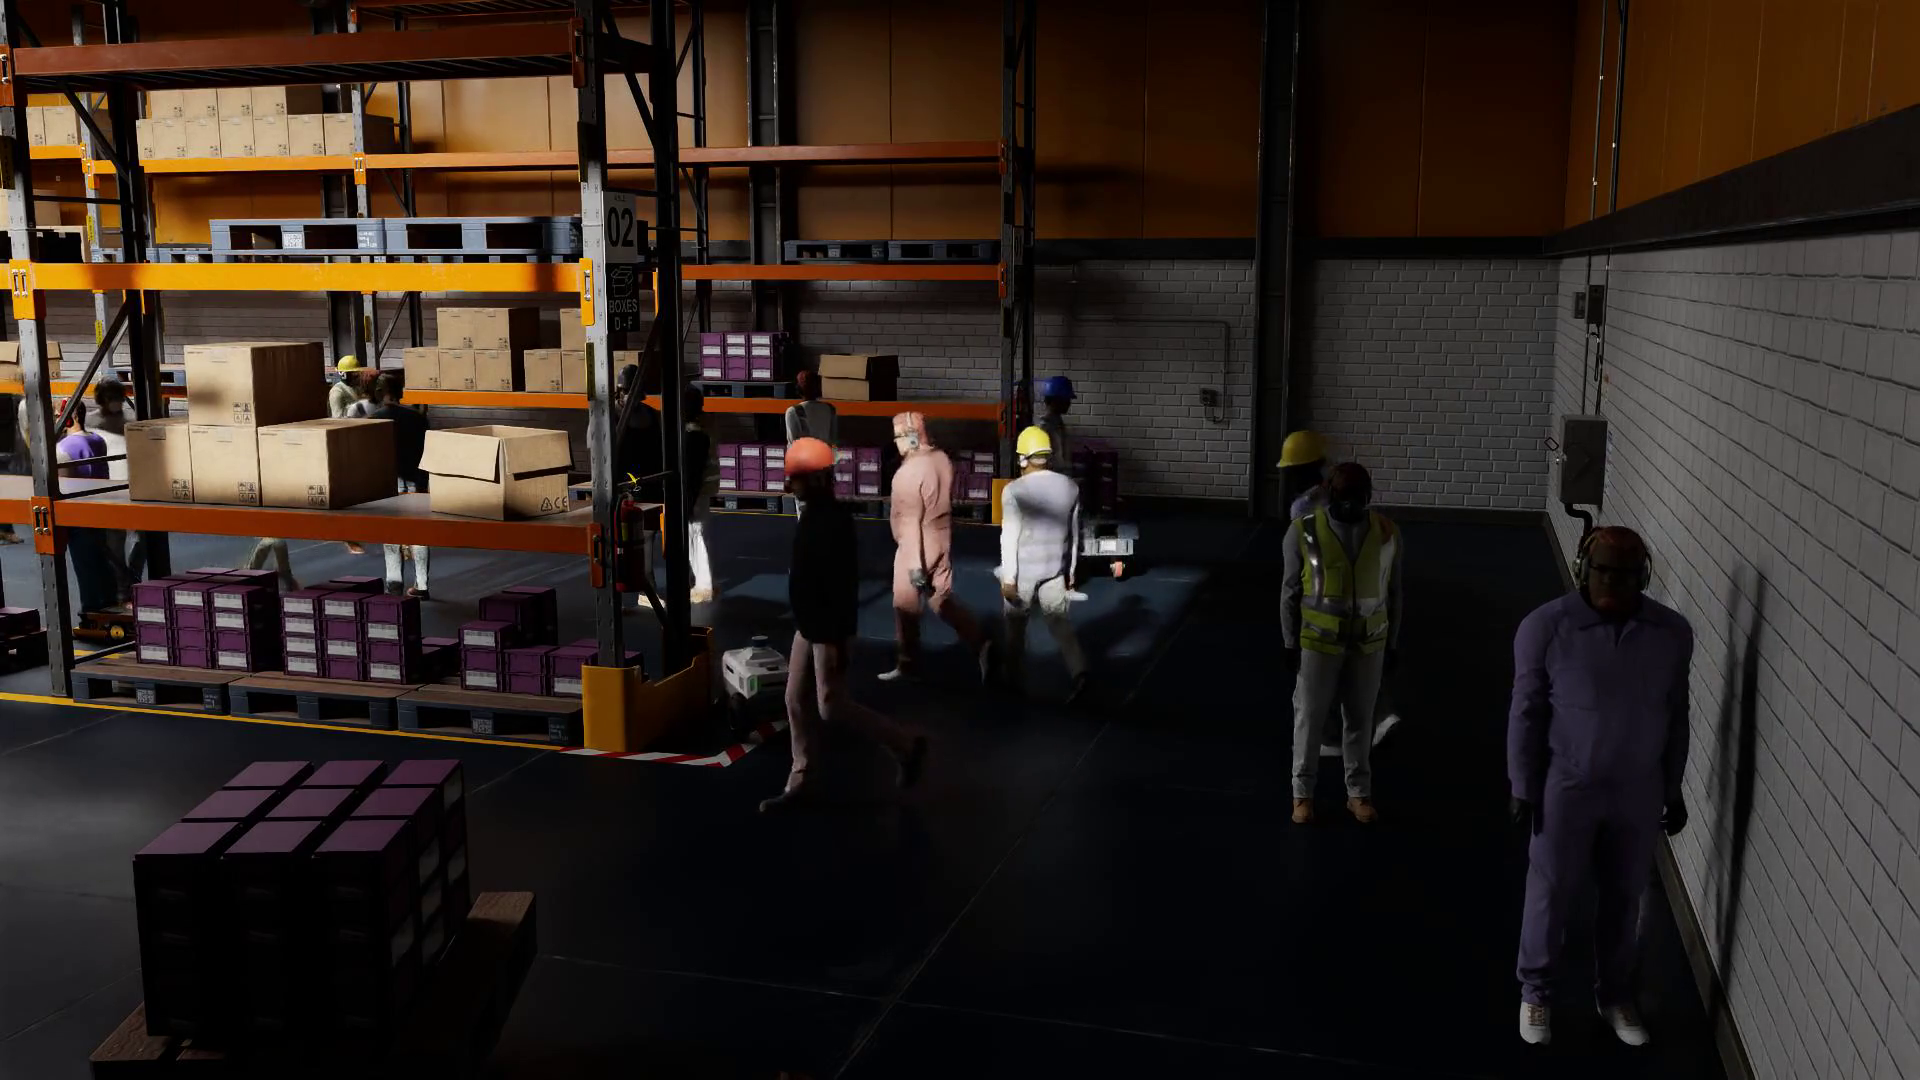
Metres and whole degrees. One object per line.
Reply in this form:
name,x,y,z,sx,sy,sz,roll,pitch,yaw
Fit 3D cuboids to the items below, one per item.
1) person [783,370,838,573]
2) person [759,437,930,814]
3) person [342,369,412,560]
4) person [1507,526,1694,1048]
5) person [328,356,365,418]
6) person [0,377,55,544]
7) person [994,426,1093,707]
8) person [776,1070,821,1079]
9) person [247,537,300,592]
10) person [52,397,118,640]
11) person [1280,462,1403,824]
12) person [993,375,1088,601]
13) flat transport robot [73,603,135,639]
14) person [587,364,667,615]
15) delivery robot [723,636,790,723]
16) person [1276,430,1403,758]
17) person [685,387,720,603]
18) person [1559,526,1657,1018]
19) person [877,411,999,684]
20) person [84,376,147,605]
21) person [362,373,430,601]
person,-1.358,-0.607,15.157,0.584,1.881,0.339,-9,13,-43
person,-0.616,0.442,8.571,0.815,1.956,0.625,-4,10,-23
person,-5.676,-0.741,16.103,0.974,1.846,0.574,7,12,37
person,2.300,0.888,5.977,0.651,1.904,0.403,0,9,1
person,-6.766,-1.136,18.535,0.404,1.832,0.600,0,9,3
person,-9.372,-0.847,16.871,0.972,1.804,0.518,-1,9,-8
person,0.539,0.174,10.674,0.604,1.801,0.830,-6,11,-30
person,-0.237,1.585,2.549,0.500,1.633,0.286,-1,9,-4
person,-5.793,-0.370,13.945,0.988,1.820,0.533,7,12,36
person,-6.619,-0.166,12.613,0.378,1.836,0.561,0,9,0
person,1.932,0.521,8.413,0.627,1.843,0.429,0,9,-2
person,0.700,-0.422,13.952,0.685,1.921,0.623,2,10,14
flat transport robot,-5.906,0.611,12.632,1.431,0.197,0.652,2,10,15
person,-2.643,-0.420,13.535,0.683,2.000,0.536,-9,13,-43
delivery robot,-1.213,0.829,10.157,0.477,0.478,0.707,-4,10,-21
person,2.118,0.326,9.446,0.696,1.893,0.613,7,12,37
person,-2.241,-0.374,14.017,0.430,1.824,0.670,-1,9,-5
person,2.511,0.855,6.482,0.524,1.812,1.007,0,9,0
person,-0.172,0.076,11.032,0.812,1.870,0.649,5,11,28
person,-6.881,-0.381,13.633,0.485,1.927,0.680,7,12,36
person,-4.694,-0.423,13.867,0.351,1.936,0.634,7,12,36
